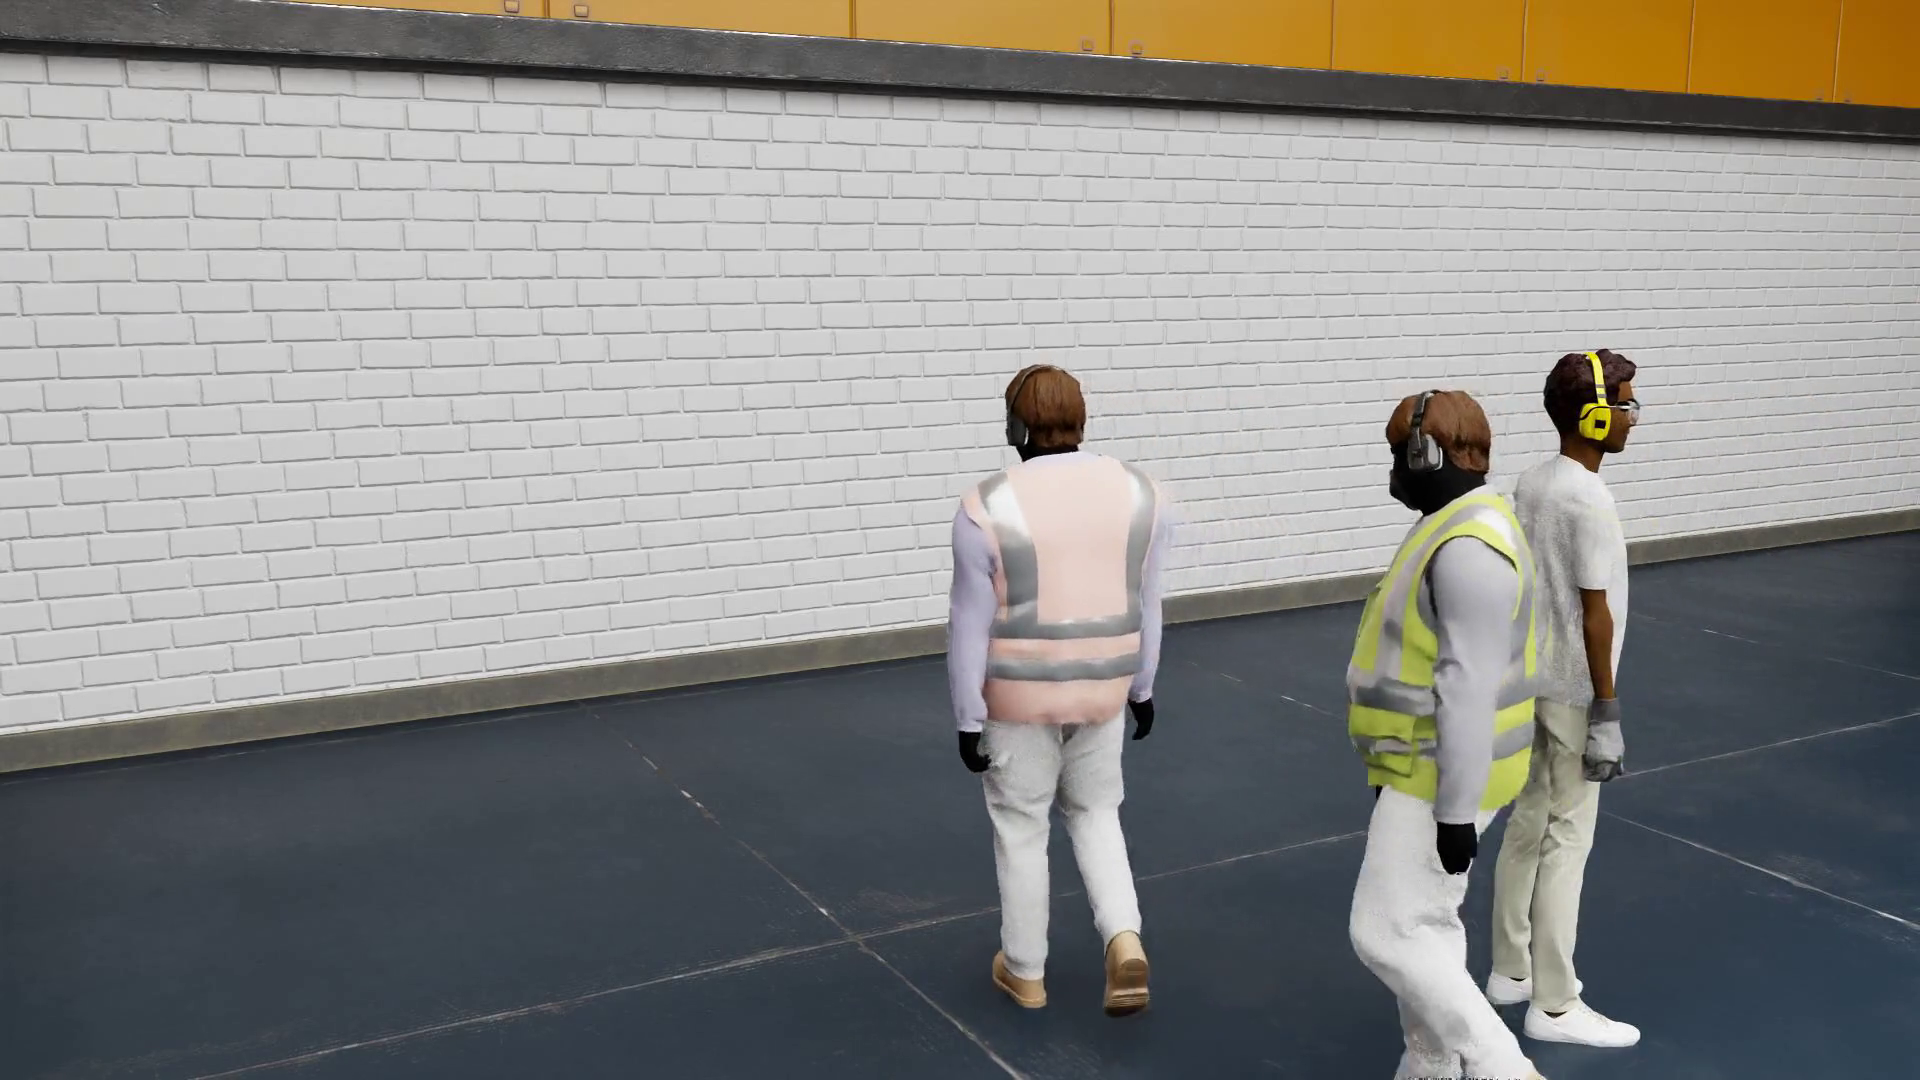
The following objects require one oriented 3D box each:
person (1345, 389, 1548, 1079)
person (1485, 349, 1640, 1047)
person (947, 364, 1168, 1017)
[{"bbox_3d":[1.128,0.554,3.939,0.437,1.809,0.649,3,10,15],"label":"person"},{"bbox_3d":[1.656,0.423,4.503,0.329,1.872,0.507,-1,10,-6],"label":"person"},{"bbox_3d":[0.271,0.439,4.525,0.642,1.829,0.582,-4,10,-20],"label":"person"}]
